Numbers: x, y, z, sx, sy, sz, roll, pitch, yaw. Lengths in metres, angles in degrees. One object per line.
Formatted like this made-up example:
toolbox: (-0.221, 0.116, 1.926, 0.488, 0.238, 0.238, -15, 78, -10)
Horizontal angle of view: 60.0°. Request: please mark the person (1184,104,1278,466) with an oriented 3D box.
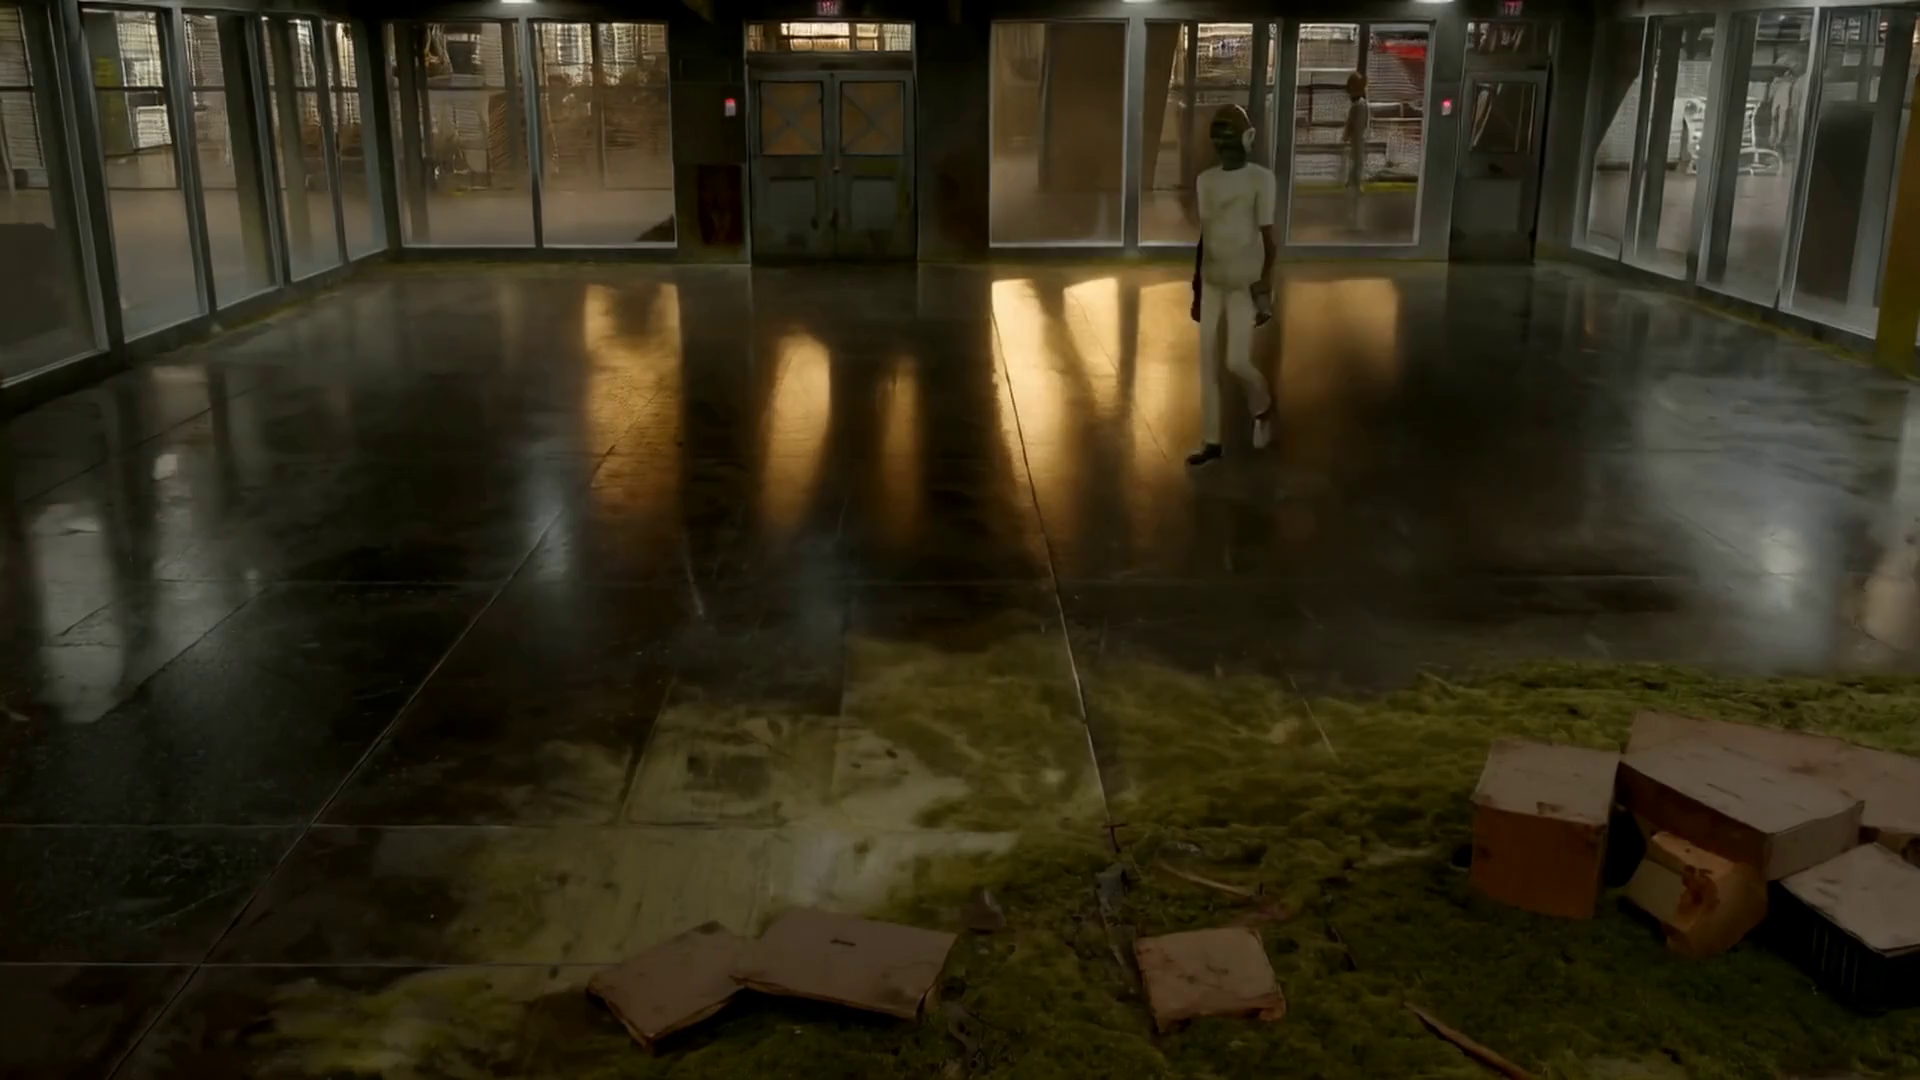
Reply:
person: (1.433, -1.320, 8.683, 0.533, 1.860, 0.560, 14, 22, 40)
